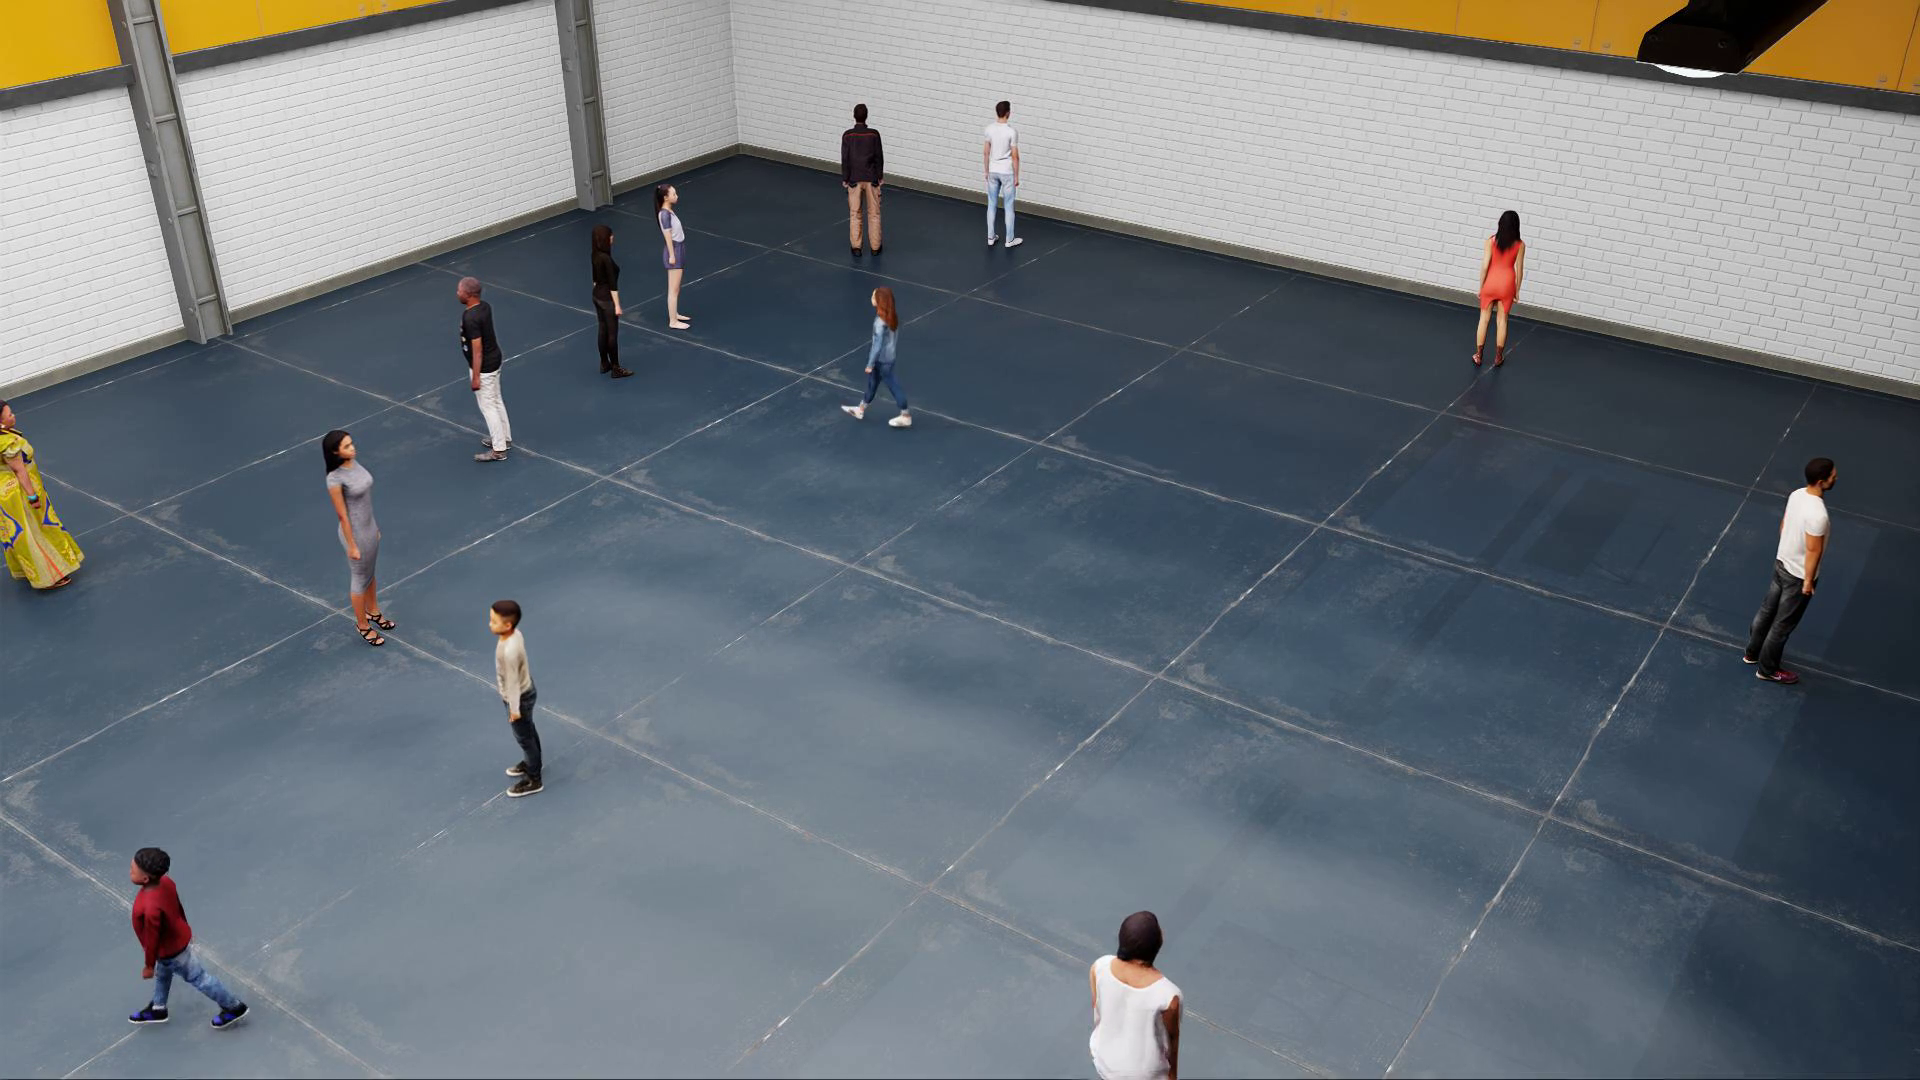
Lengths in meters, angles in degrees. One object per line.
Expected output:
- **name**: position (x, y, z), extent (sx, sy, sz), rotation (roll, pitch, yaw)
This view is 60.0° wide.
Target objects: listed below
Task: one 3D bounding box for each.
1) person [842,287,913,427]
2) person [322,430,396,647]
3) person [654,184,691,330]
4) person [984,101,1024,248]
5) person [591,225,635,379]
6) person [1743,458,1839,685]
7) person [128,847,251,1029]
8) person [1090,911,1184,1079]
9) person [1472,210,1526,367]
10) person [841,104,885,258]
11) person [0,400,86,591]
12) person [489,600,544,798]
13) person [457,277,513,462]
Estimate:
- **person**: position (-0.667, -1.775, 16.414), extent (0.928, 1.447, 0.986), rotation (3, 29, 6)
- **person**: position (-4.663, -0.030, 12.865), extent (0.723, 1.781, 0.613), rotation (3, 29, 5)
- **person**: position (-3.270, -3.229, 18.866), extent (0.732, 1.650, 0.663), rotation (-4, 29, -6)
- **person**: position (0.532, -4.704, 21.362), extent (0.654, 1.850, 0.558), rotation (16, 32, 27)
- **person**: position (-3.748, -2.534, 17.602), extent (0.592, 1.641, 0.622), rotation (-21, 35, -33)
- **person**: position (6.227, 0.202, 12.417), extent (0.782, 1.803, 0.666), rotation (1, 29, 2)
- **person**: position (-4.335, 2.245, 9.272), extent (0.937, 1.228, 0.829), rotation (-8, 30, -14)
- **person**: position (0.843, 2.568, 8.211), extent (0.704, 1.676, 0.742), rotation (23, 36, 36)
- **person**: position (5.768, -2.697, 17.820), extent (0.656, 1.719, 0.629), rotation (7, 29, 12)
- **person**: position (-1.224, -4.541, 20.985), extent (0.788, 1.925, 0.831), rotation (-3, 29, -5)
- **person**: position (-7.720, -0.387, 13.645), extent (0.878, 1.661, 0.800), rotation (23, 36, 36)
- **person**: position (-2.976, 1.034, 11.245), extent (0.684, 1.464, 0.643), rotation (-8, 30, -15)
- **person**: position (-4.511, -1.632, 15.778), extent (0.820, 1.804, 0.722), rotation (0, 29, 0)
